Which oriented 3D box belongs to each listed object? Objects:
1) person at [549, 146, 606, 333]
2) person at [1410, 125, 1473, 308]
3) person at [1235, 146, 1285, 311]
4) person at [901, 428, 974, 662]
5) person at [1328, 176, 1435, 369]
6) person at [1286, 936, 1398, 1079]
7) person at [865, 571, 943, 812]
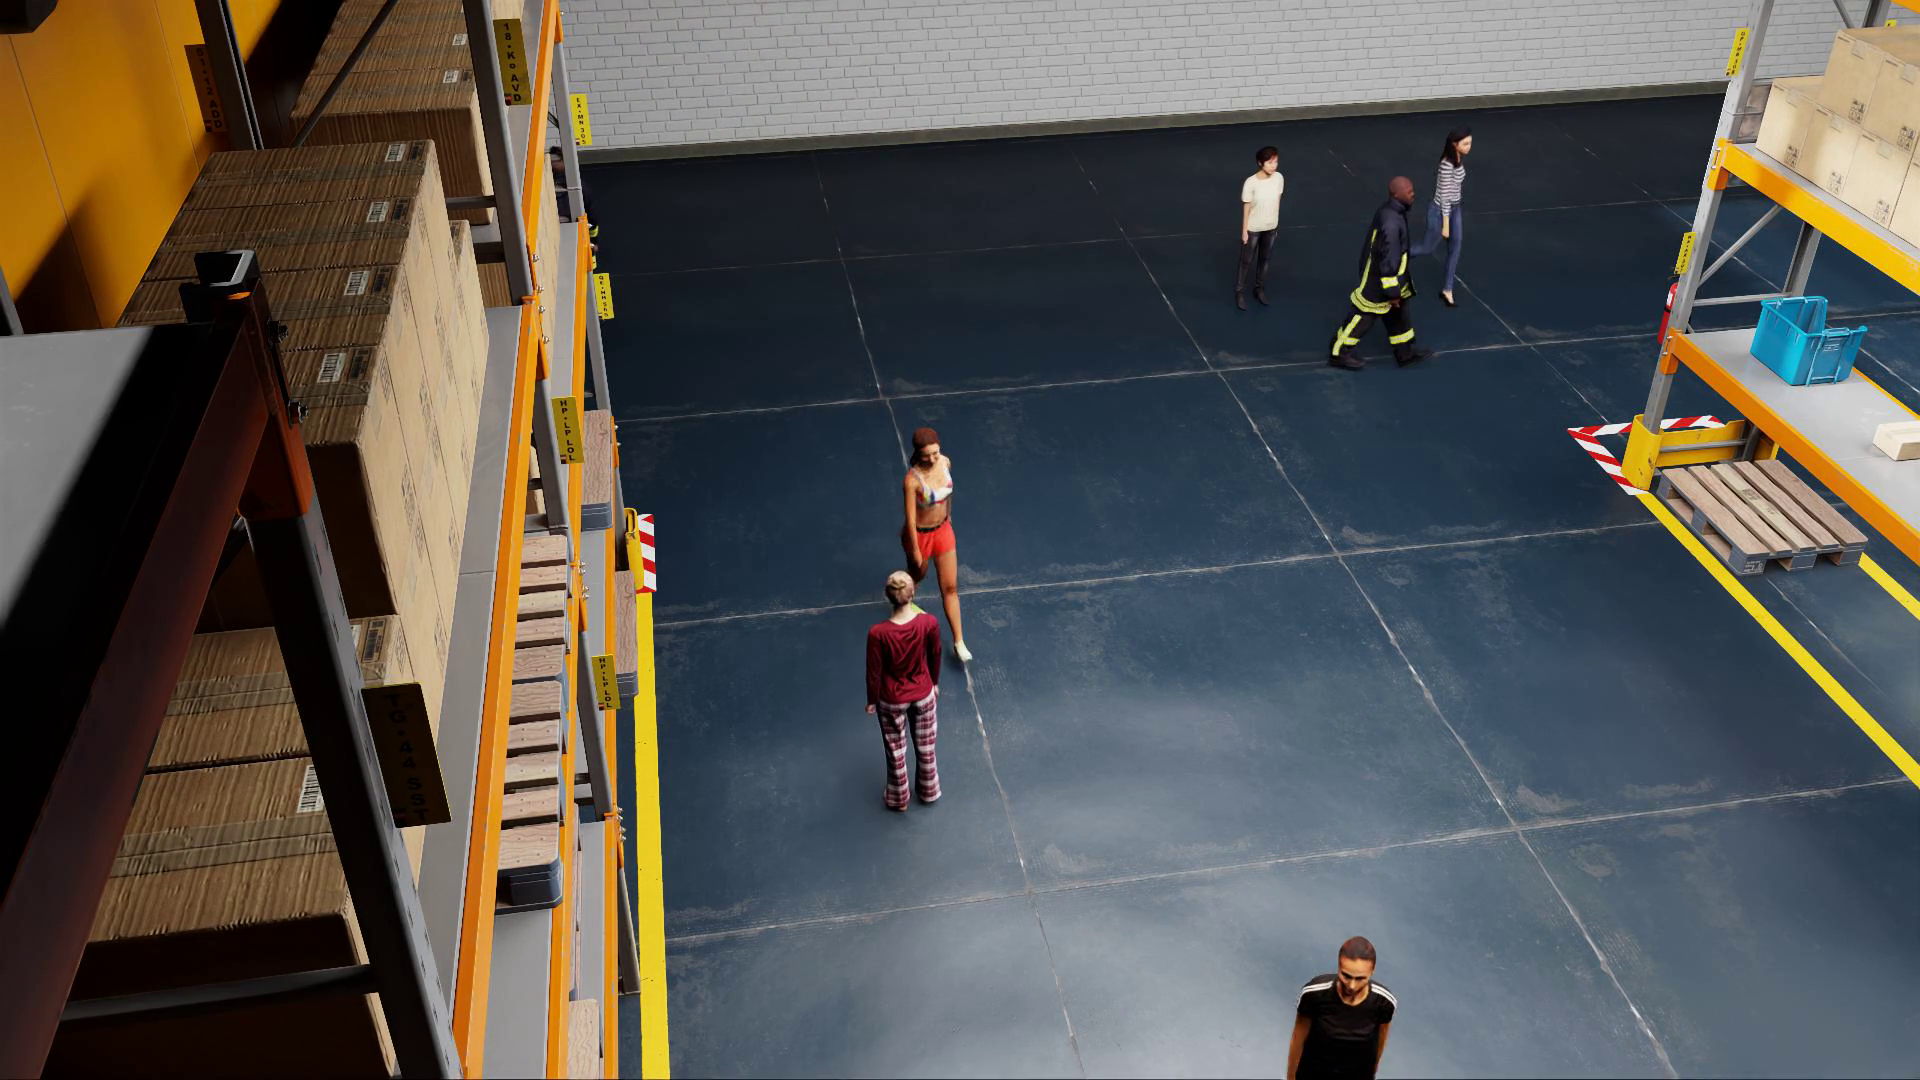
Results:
[{"bbox_3d":[-3.548,-2.672,14.992,0.831,1.862,0.789,-14,36,-21],"label":"person"},{"bbox_3d":[4.439,-3.036,15.630,1.109,1.762,1.069,19,38,26],"label":"person"},{"bbox_3d":[2.818,-2.945,15.653,0.631,1.584,0.558,-13,36,-19],"label":"person"},{"bbox_3d":[-0.263,-0.055,11.175,1.000,1.729,1.214,-27,42,-34],"label":"person"},{"bbox_3d":[3.593,-2.306,14.513,1.133,1.783,1.222,9,35,13],"label":"person"},{"bbox_3d":[1.718,2.351,7.634,0.835,1.641,1.025,10,35,15],"label":"person"},{"bbox_3d":[-0.319,0.886,9.780,0.647,1.705,0.549,-11,35,-16],"label":"person"}]
